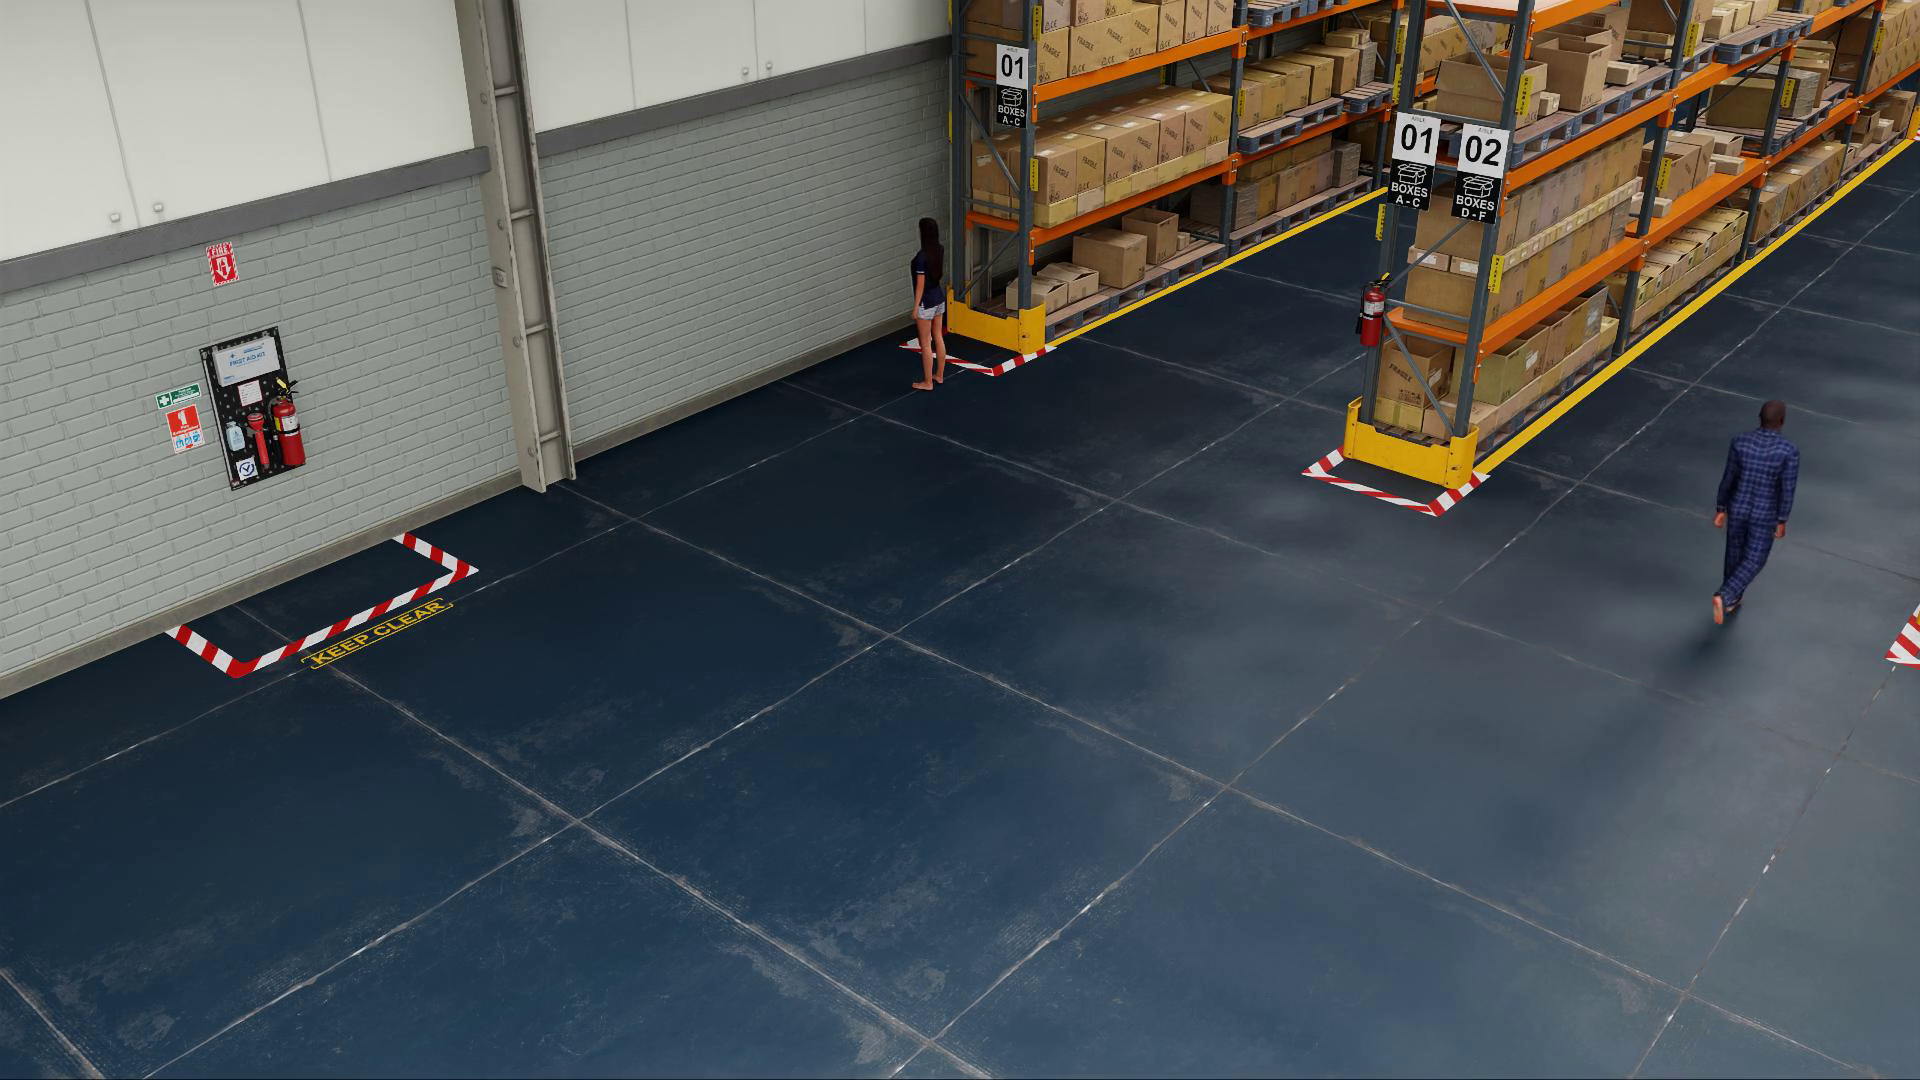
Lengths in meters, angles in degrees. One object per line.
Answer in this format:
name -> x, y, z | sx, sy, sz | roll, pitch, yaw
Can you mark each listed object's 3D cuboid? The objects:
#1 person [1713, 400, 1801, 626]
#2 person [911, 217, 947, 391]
person -> 5.922, -0.173, 12.483 | 0.718, 1.799, 0.985 | 24, 37, 38
person -> -0.304, -2.363, 16.630 | 0.636, 1.767, 0.470 | 19, 33, 31
